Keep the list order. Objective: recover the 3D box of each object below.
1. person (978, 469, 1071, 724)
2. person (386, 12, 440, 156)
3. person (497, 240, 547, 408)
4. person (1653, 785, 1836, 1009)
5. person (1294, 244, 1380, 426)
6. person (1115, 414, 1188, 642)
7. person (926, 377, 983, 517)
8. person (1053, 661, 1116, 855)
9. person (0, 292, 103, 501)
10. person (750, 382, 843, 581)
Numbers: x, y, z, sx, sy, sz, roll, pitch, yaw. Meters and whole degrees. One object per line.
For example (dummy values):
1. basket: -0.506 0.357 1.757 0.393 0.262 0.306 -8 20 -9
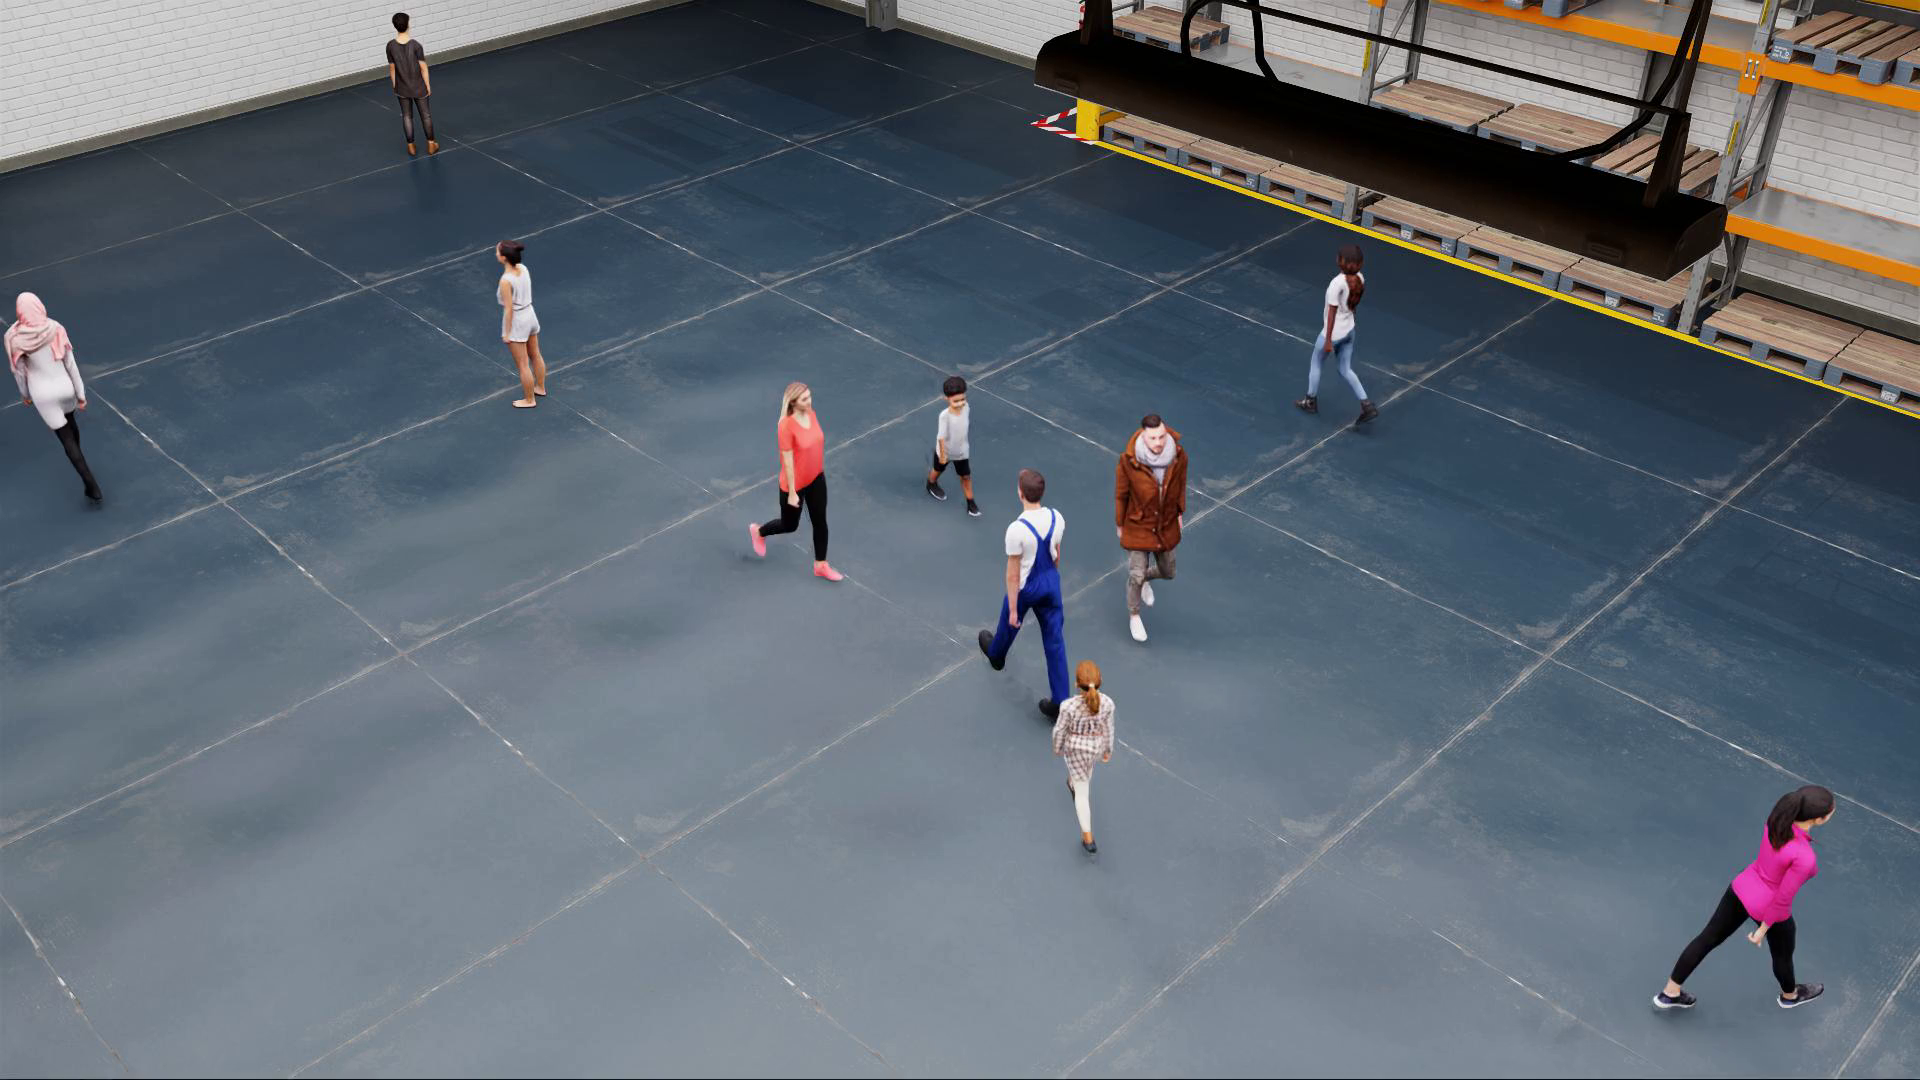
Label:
1. person: 0.546 0.430 11.286 0.916 1.799 1.363 -17 37 -24
2. person: -6.748 -5.600 20.438 0.687 1.711 0.733 -2 34 -3
3. person: -3.985 -1.973 15.077 0.695 1.604 0.660 8 35 12
4. person: 4.253 2.000 9.064 1.071 1.645 1.155 -6 34 -9
5. person: 3.416 -1.784 14.713 0.618 1.693 1.072 -26 42 -34
6. person: 1.358 -0.142 12.125 0.909 1.822 0.993 -10 35 -14
7. person: -0.099 -0.819 13.676 0.619 1.233 0.945 -25 41 -32
8. person: 0.794 1.356 10.366 0.899 1.275 1.042 -5 34 -8
9. person: -7.420 -1.130 13.684 0.678 1.743 1.237 -26 41 -33
10. person: -1.292 -0.449 12.720 1.076 1.676 0.711 21 39 28
